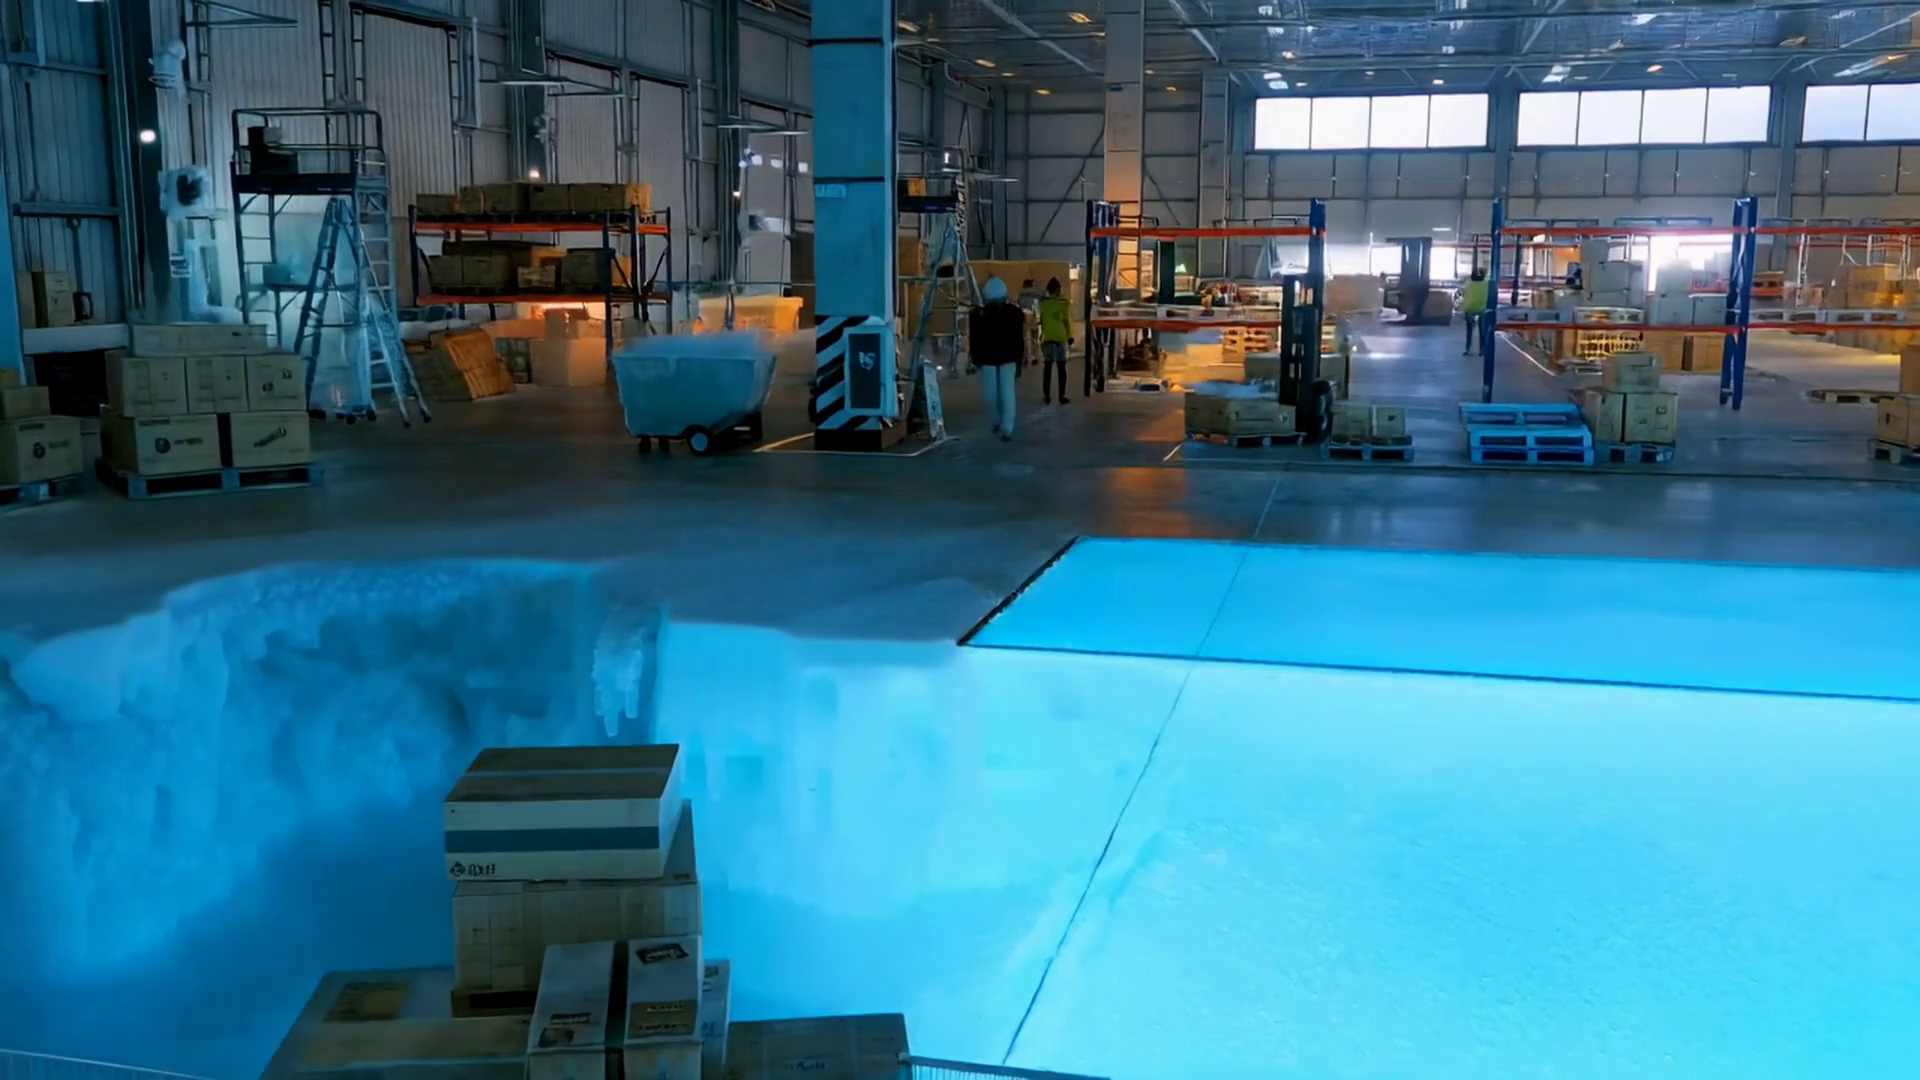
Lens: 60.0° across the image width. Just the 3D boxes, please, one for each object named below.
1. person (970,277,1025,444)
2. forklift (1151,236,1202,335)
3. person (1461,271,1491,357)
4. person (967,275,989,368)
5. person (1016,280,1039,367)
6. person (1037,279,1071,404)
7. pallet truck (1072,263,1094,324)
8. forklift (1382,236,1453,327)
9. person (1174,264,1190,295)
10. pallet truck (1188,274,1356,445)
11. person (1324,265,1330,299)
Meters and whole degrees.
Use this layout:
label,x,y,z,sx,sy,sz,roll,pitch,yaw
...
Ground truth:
label,x,y,z,sx,sy,sz,roll,pitch,yaw
person,0.454,-2.129,19.651,0.652,1.956,0.730,1,10,5
forklift,5.866,-7.214,46.878,1.873,2.768,1.129,2,10,14
person,11.353,-4.959,36.607,0.650,1.887,0.848,1,10,3
person,0.327,-4.325,32.949,0.524,1.828,0.407,-5,11,-29
person,1.351,-4.305,33.114,0.485,1.738,0.307,3,10,15
person,1.410,-2.963,24.842,0.519,1.865,0.328,3,10,15
pallet truck,4.325,-8.180,55.162,0.823,1.965,1.885,6,11,31
forklift,14.373,-8.091,52.045,1.873,2.768,1.129,-2,10,-12
person,7.785,-8.737,58.616,0.627,1.940,0.372,3,10,15
pallet truck,3.653,-2.138,19.590,1.885,1.965,0.823,-4,10,-20
person,13.452,-9.195,61.395,0.624,1.915,0.565,-2,10,-9
